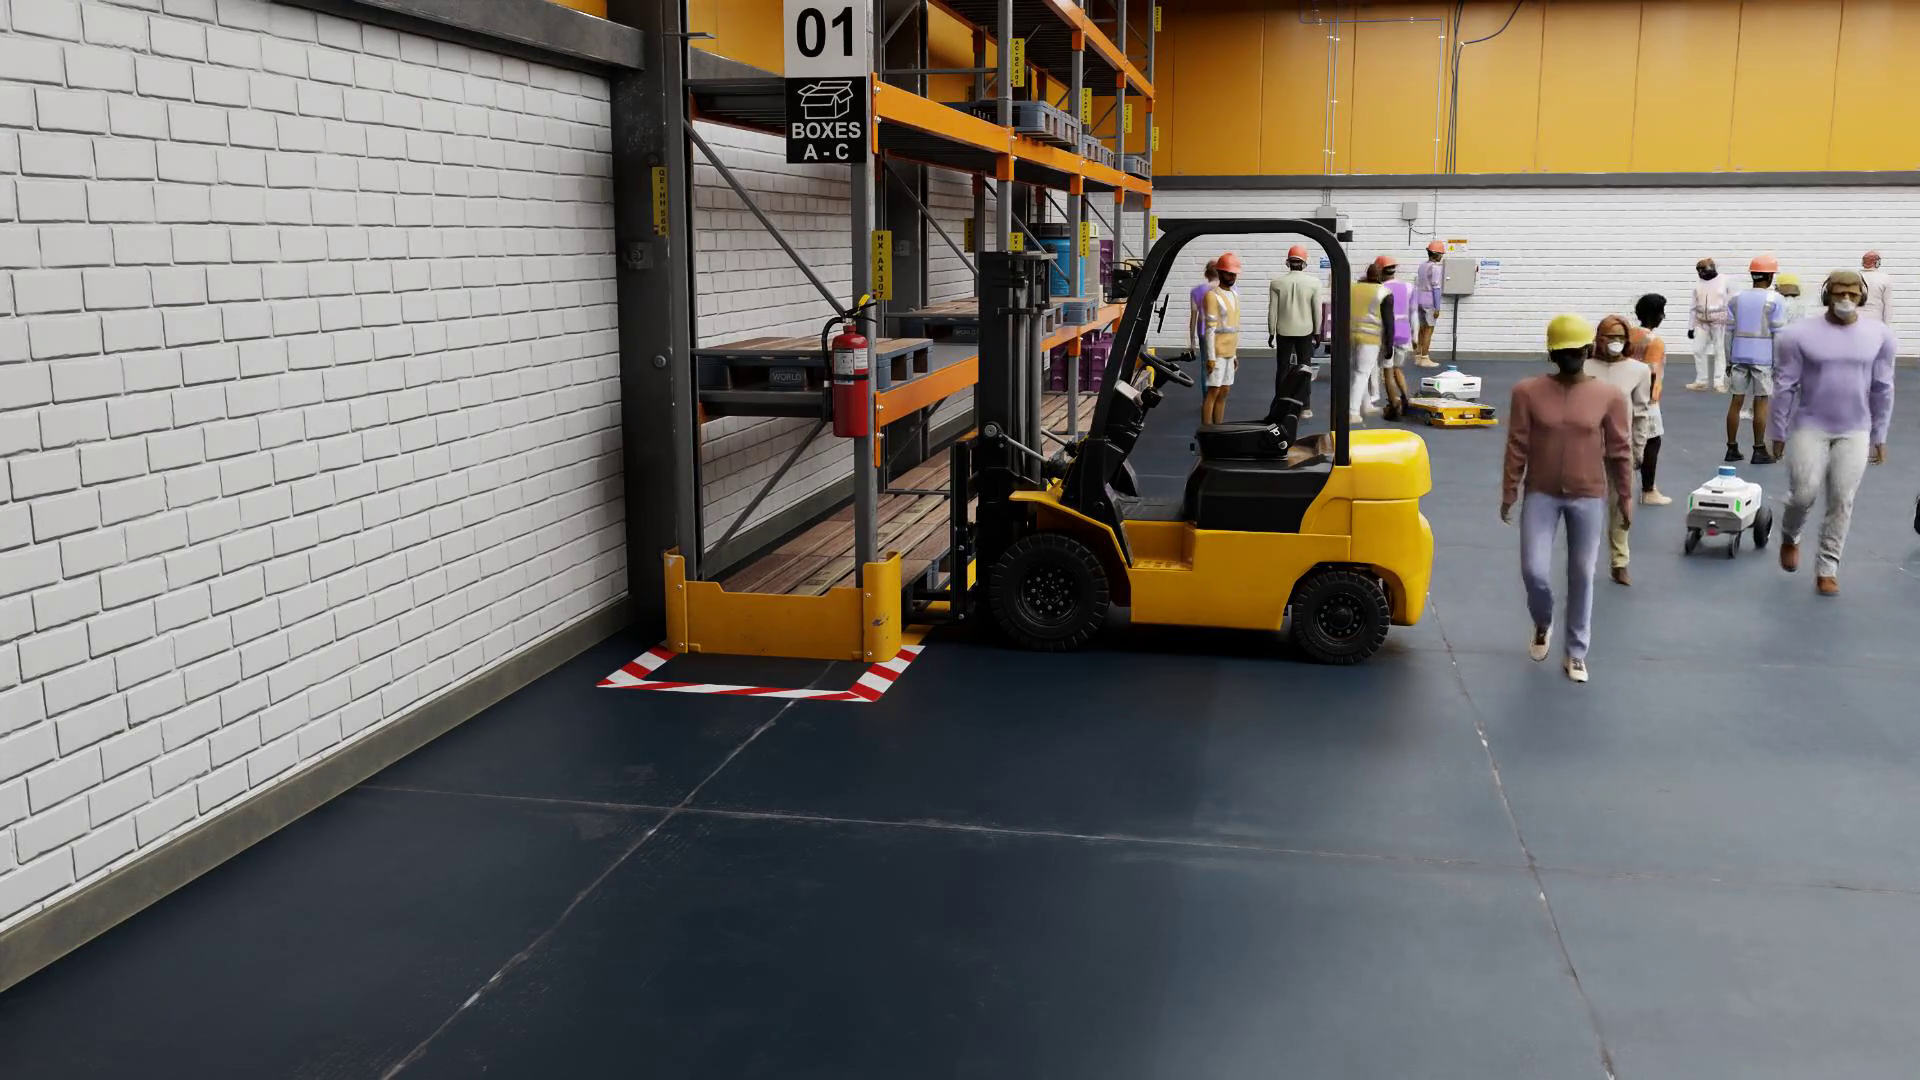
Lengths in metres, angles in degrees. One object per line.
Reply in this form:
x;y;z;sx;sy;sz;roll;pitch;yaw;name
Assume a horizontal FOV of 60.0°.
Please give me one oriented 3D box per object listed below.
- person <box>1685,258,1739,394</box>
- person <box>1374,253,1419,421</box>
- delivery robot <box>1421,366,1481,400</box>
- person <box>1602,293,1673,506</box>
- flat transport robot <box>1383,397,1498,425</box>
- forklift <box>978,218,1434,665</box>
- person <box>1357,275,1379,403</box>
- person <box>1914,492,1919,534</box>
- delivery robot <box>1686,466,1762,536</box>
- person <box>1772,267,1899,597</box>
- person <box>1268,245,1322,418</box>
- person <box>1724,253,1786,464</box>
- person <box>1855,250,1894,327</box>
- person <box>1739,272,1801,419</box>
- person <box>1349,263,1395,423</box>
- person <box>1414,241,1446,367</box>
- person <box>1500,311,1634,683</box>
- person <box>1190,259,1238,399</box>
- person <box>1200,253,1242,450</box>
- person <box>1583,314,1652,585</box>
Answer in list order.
10.147;-2.878;22.403;0.432;1.807;0.680;-7;13;-34;person
4.884;-2.291;18.892;0.596;1.896;0.473;-3;11;-18;person
5.857;-1.834;19.821;0.707;0.478;0.477;-5;11;-25;delivery robot
5.184;-1.087;12.925;0.740;1.670;0.541;-2;10;-10;person
5.429;-1.467;18.843;0.652;0.197;1.431;-2;11;-13;flat transport robot
1.285;-0.567;8.635;2.313;2.155;1.214;2;11;11;forklift
5.134;-2.523;20.932;0.532;1.611;0.664;10;14;44;person
6.817;-0.888;11.233;0.644;1.897;0.592;-10;14;-42;person
5.119;-0.250;11.133;0.477;0.478;0.707;7;13;35;delivery robot
5.125;-0.642;9.818;0.631;1.923;0.544;3;11;17;person
3.875;-2.406;19.262;0.622;1.993;0.382;2;11;13;person
7.360;-1.675;15.409;0.377;1.938;0.547;-8;13;-36;person
12.018;-2.871;22.051;0.407;1.910;0.640;-10;14;-44;person
9.386;-2.189;18.895;0.502;1.697;0.910;-8;13;-39;person
4.651;-2.235;18.911;0.890;1.795;0.655;-8;13;-39;person
7.569;-3.783;26.738;0.414;2.030;0.610;-2;11;-11;person
2.862;-0.200;7.835;0.607;1.745;0.408;4;11;19;person
3.030;-2.446;19.938;0.570;1.829;0.698;3;11;17;person
2.583;-1.830;16.273;0.373;1.932;0.549;8;13;36;person
3.896;-0.547;10.078;0.514;1.630;0.350;3;11;15;person
